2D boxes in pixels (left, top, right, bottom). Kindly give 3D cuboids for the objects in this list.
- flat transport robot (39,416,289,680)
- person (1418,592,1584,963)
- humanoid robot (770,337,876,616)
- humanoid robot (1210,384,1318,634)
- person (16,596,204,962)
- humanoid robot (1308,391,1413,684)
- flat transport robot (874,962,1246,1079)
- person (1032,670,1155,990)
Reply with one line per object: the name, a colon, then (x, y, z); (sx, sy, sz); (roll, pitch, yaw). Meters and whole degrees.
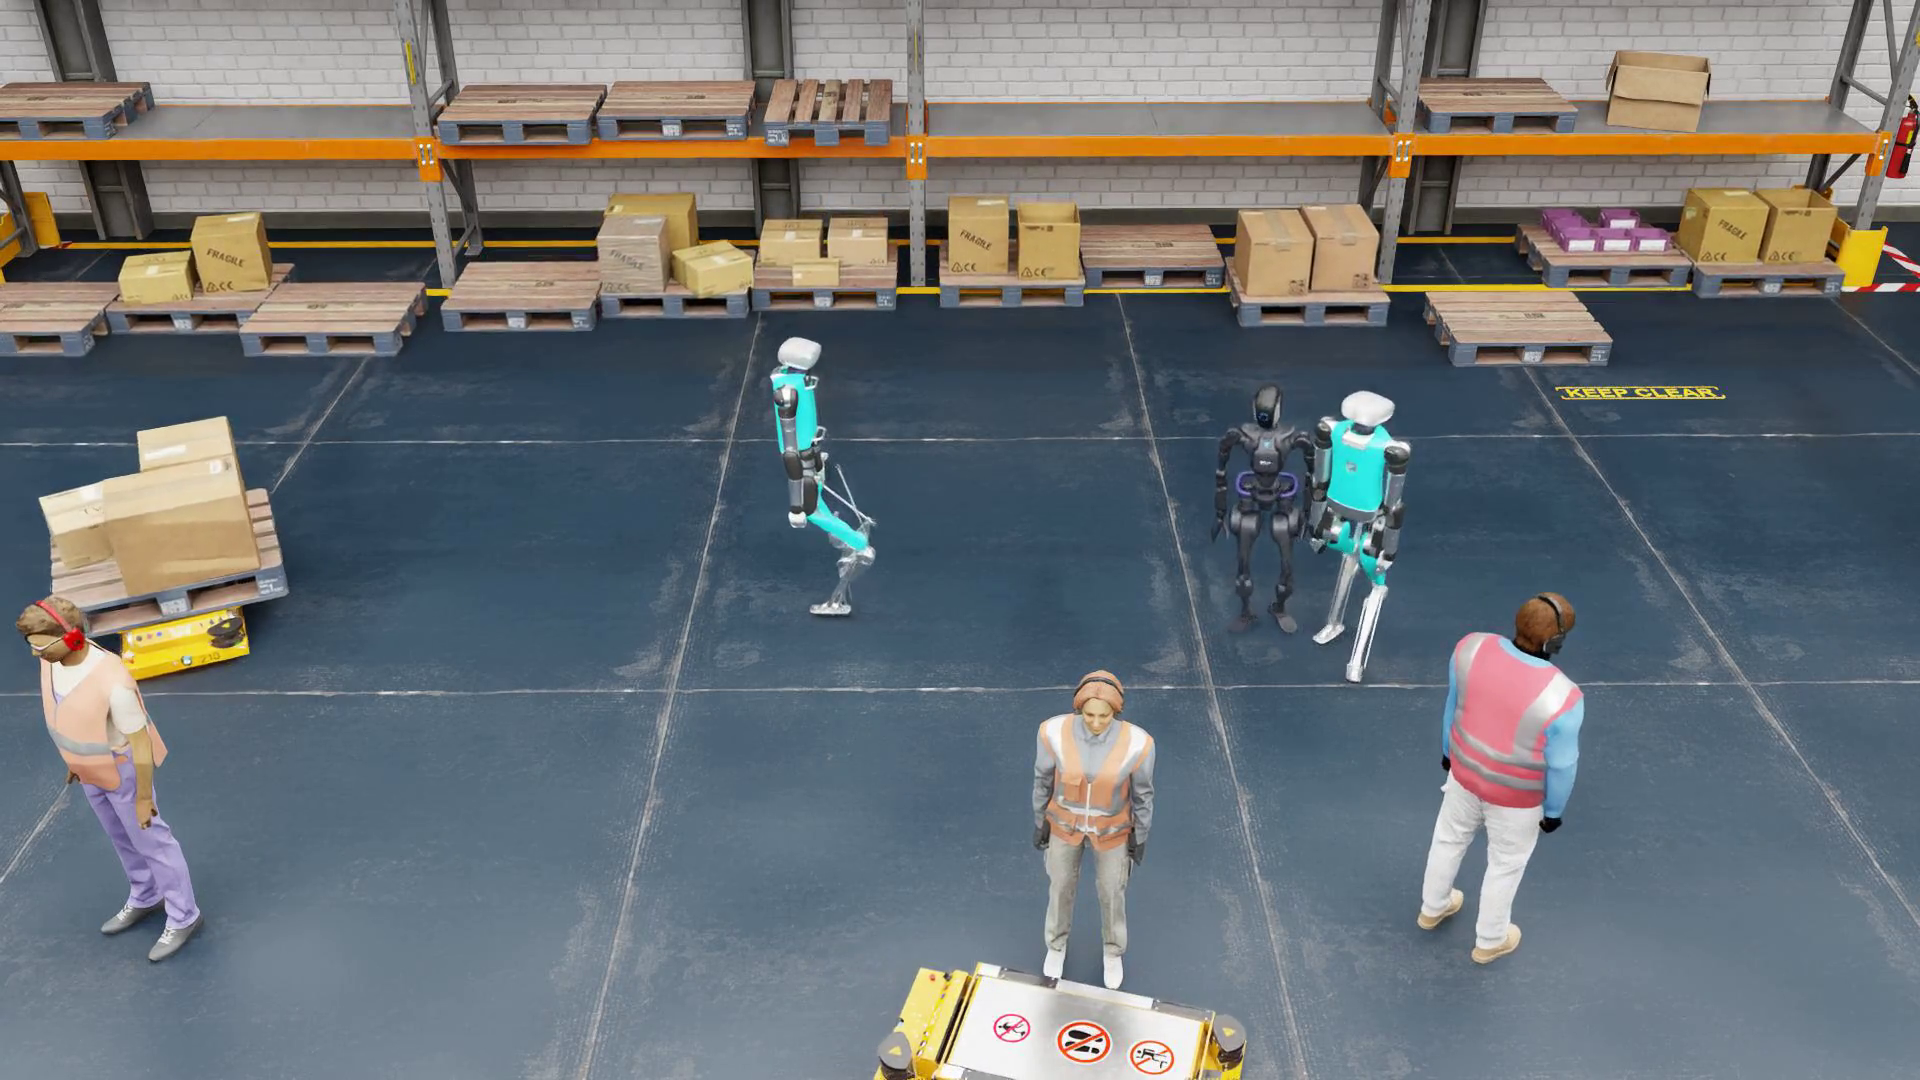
flat transport robot: (-4.642, 0.324, 9.872); (0.659, 0.231, 1.431); (-14, 34, -21)
person: (2.348, 1.023, 7.197); (0.434, 1.833, 0.630); (-22, 37, -32)
humanoid robot: (-0.707, -0.250, 9.499); (0.725, 1.896, 0.545); (2, 31, 4)
humanoid robot: (1.718, -0.160, 9.311); (0.614, 1.634, 0.420); (4, 31, 7)
person: (-3.658, 1.010, 7.207); (0.562, 1.837, 0.390); (18, 36, 28)
humanoid robot: (2.246, -0.095, 9.129); (0.541, 1.737, 0.806); (22, 37, 32)
flat transport robot: (0.424, 2.135, 6.856); (1.431, 0.231, 0.659); (8, 32, 14)
person: (0.556, 1.229, 7.041); (0.506, 1.629, 0.316); (7, 32, 11)
